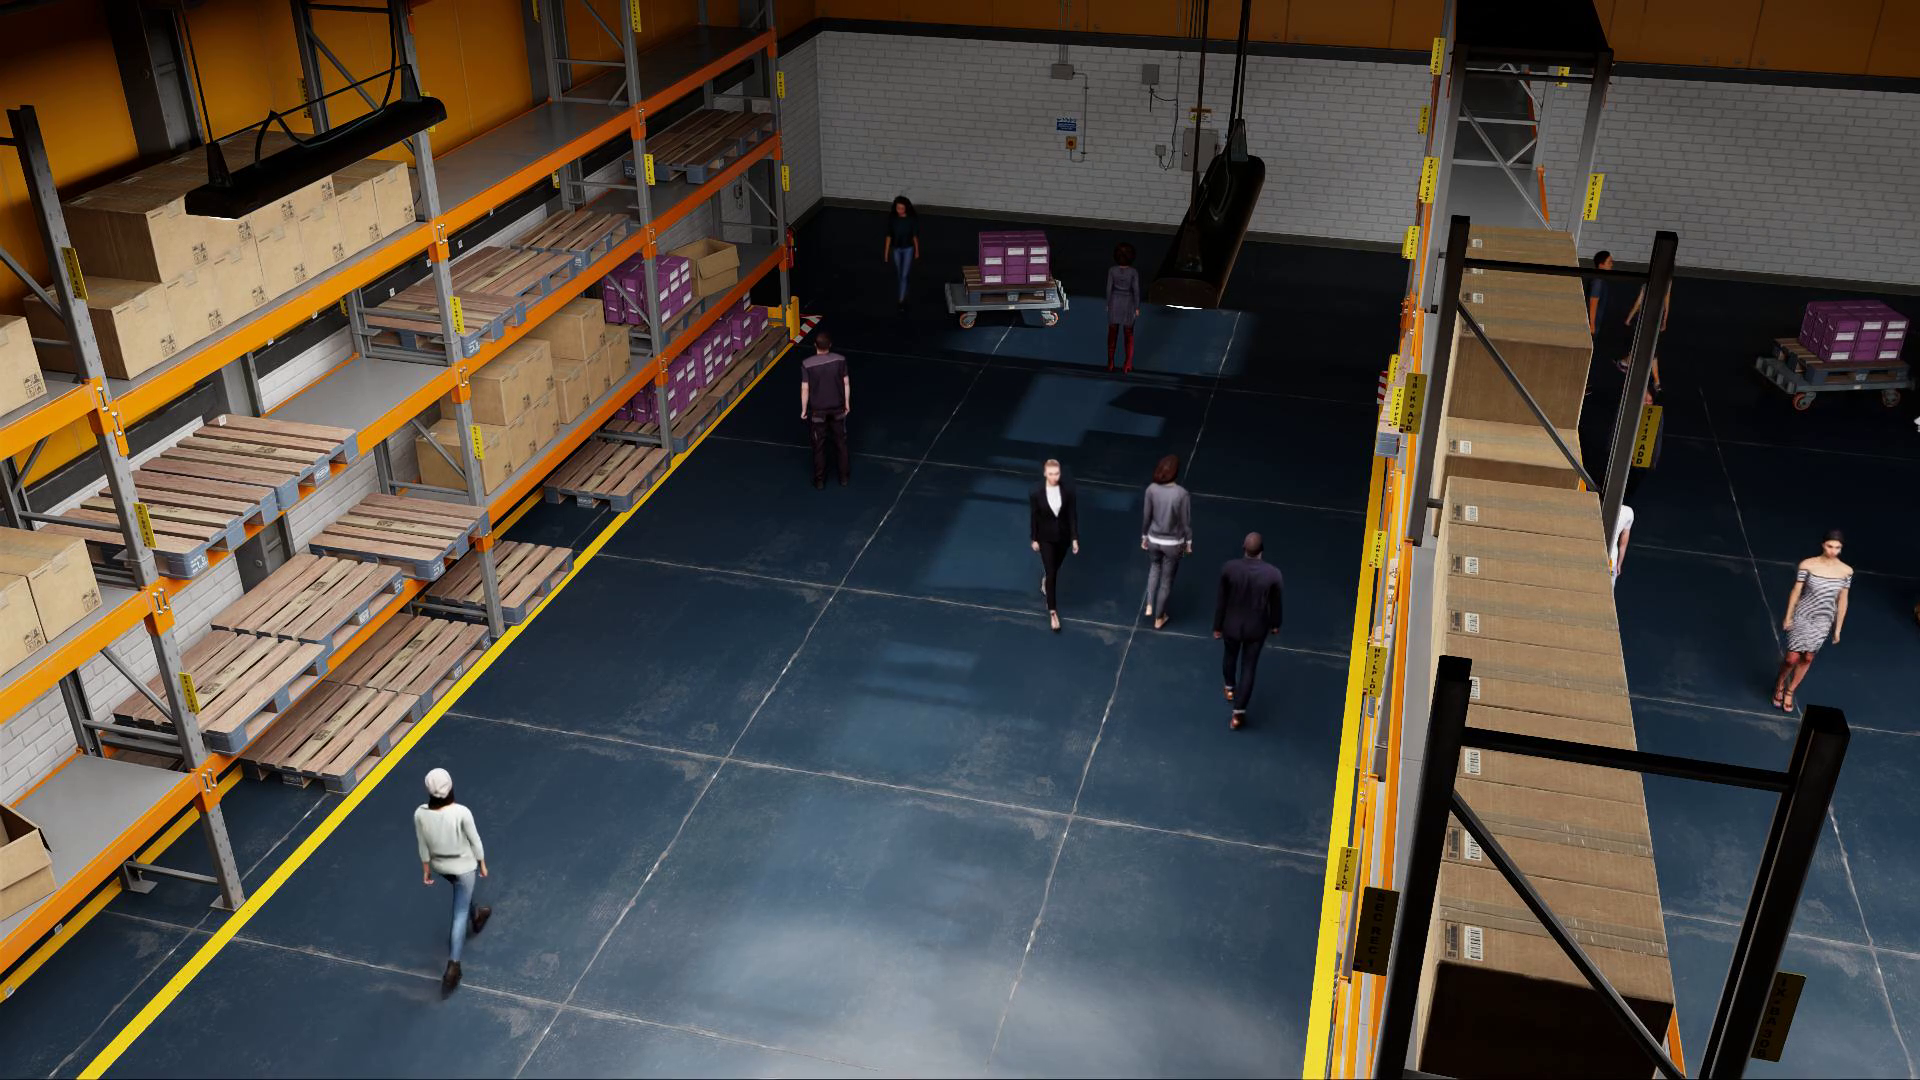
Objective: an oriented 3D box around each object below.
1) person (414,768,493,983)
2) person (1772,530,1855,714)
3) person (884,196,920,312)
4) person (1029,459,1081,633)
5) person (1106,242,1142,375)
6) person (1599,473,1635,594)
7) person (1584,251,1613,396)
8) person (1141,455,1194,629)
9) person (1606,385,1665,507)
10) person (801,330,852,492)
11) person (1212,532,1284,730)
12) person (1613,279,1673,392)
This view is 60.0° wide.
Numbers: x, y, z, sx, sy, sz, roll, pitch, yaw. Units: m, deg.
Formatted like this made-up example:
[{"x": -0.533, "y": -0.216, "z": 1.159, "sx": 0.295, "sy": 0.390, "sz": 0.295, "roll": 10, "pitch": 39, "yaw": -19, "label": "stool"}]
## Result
[{"x": -3.553, "y": 2.331, "z": 11.617, "sx": 0.710, "sy": 1.608, "sz": 1.148, "roll": 2, "pitch": 29, "yaw": 4, "label": "person"}, {"x": 7.377, "y": 0.676, "z": 14.437, "sx": 0.596, "sy": 1.812, "sz": 0.566, "roll": 6, "pitch": 29, "yaw": 12, "label": "person"}, {"x": -0.803, "y": -4.083, "z": 23.414, "sx": 0.692, "sy": 1.571, "sz": 1.143, "roll": 6, "pitch": 29, "yaw": 10, "label": "person"}, {"x": 0.886, "y": -0.028, "z": 15.879, "sx": 0.941, "sy": 1.667, "sz": 1.156, "roll": -6, "pitch": 29, "yaw": -11, "label": "person"}, {"x": 2.068, "y": -2.958, "z": 21.207, "sx": 0.597, "sy": 1.710, "sz": 0.516, "roll": 9, "pitch": 30, "yaw": 16, "label": "person"}, {"x": 5.823, "y": 0.235, "z": 15.203, "sx": 0.708, "sy": 1.852, "sz": 0.660, "roll": -2, "pitch": 29, "yaw": -3, "label": "person"}, {"x": 7.841, "y": -2.725, "z": 20.675, "sx": 0.752, "sy": 1.810, "sz": 0.538, "roll": 13, "pitch": 31, "yaw": 22, "label": "person"}, {"x": 1.902, "y": 0.053, "z": 15.638, "sx": 0.687, "sy": 1.757, "sz": 0.687, "roll": 15, "pitch": 32, "yaw": 25, "label": "person"}, {"x": 7.097, "y": -0.904, "z": 17.583, "sx": 0.776, "sy": 1.574, "sz": 0.956, "roll": 3, "pitch": 29, "yaw": 5, "label": "person"}, {"x": -1.466, "y": -1.435, "z": 18.274, "sx": 0.801, "sy": 1.845, "sz": 0.790, "roll": -8, "pitch": 30, "yaw": -14, "label": "person"}, {"x": 2.423, "y": 0.806, "z": 14.216, "sx": 0.720, "sy": 1.797, "sz": 0.934, "roll": 8, "pitch": 30, "yaw": 14, "label": "person"}, {"x": 8.660, "y": -2.678, "z": 20.726, "sx": 1.053, "sy": 1.678, "sz": 1.201, "roll": -11, "pitch": 31, "yaw": -20, "label": "person"}]
